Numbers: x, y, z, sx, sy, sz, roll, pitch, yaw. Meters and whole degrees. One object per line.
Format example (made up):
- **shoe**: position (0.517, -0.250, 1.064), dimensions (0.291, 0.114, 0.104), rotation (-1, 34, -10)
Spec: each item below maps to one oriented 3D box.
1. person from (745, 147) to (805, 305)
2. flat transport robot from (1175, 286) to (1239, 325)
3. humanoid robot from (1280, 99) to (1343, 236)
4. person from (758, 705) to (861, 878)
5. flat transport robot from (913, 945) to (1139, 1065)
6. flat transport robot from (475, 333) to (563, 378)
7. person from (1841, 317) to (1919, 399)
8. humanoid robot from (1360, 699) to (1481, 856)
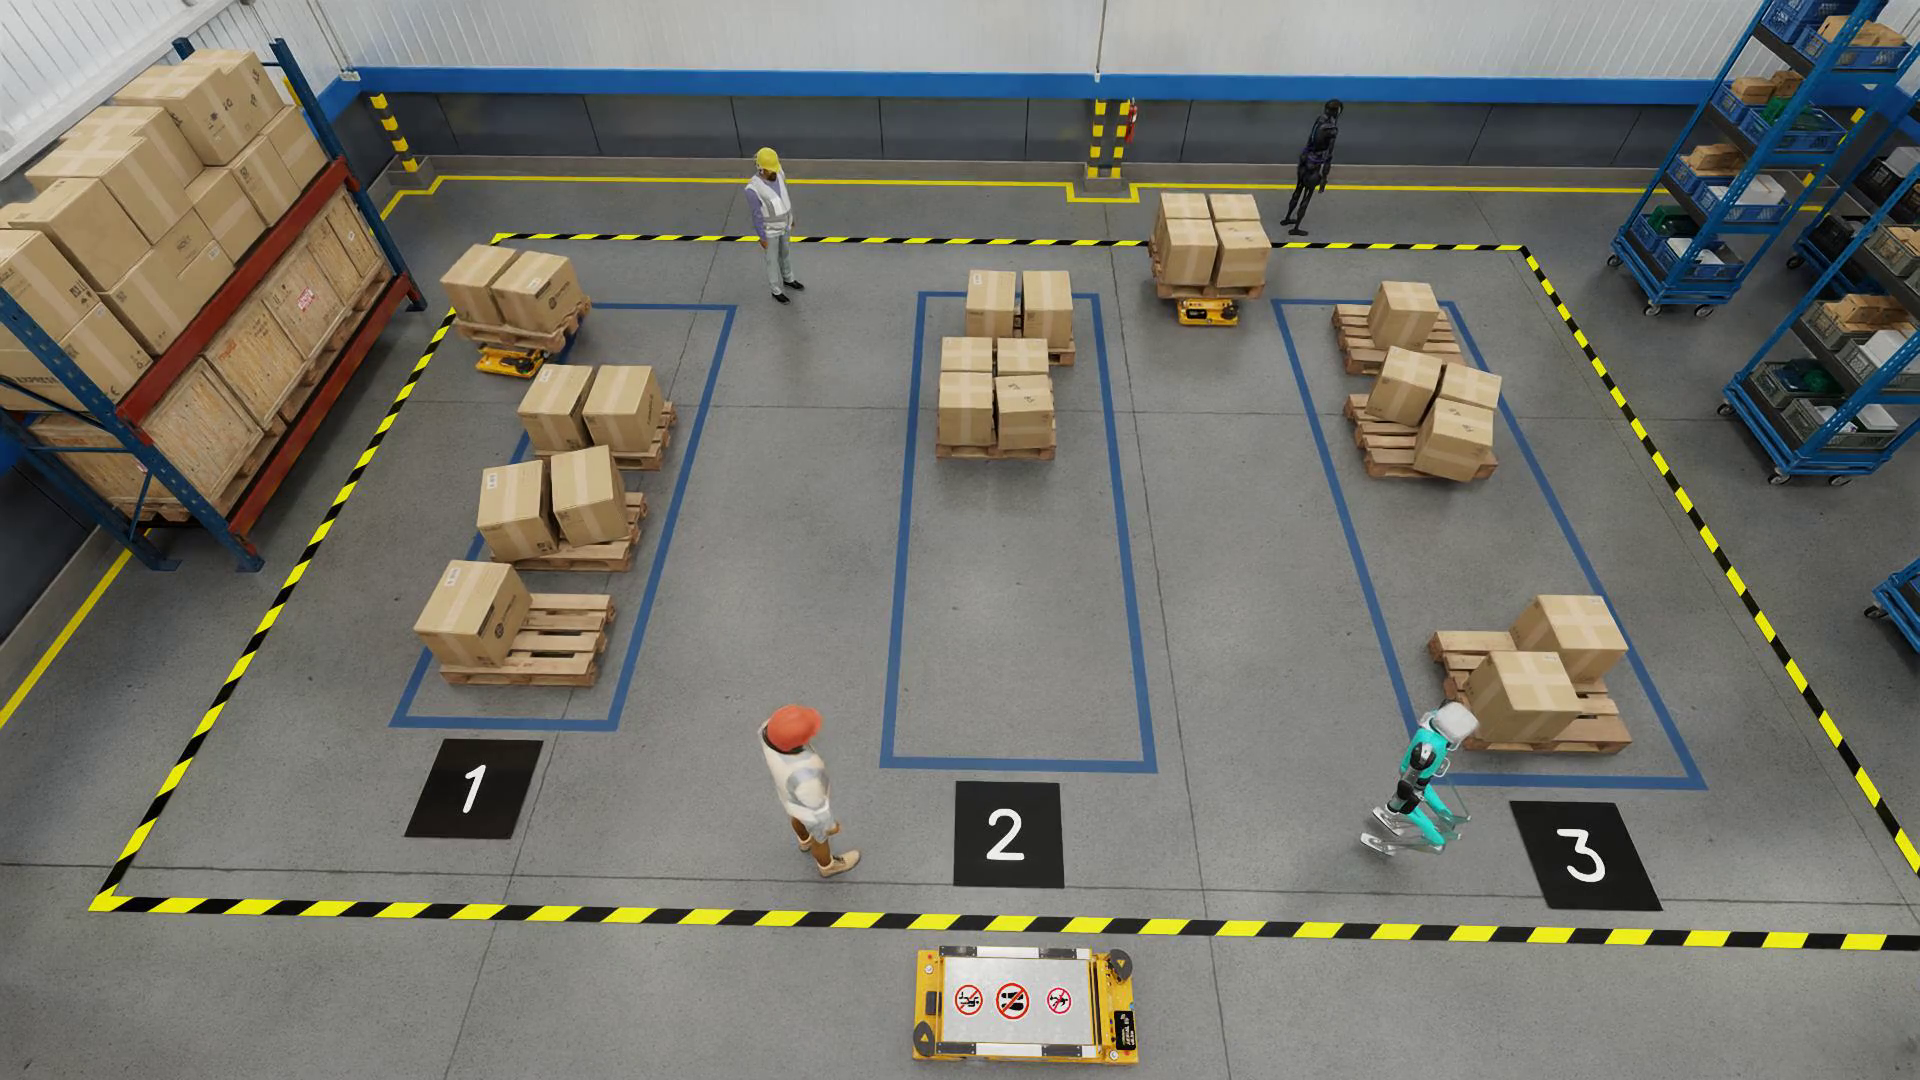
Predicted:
- **person**: position (-2.082, -3.560, 10.385), dimensions (0.403, 1.823, 0.588), rotation (24, 55, 18)
- **flat transport robot**: position (2.894, -3.100, 10.995), dimensions (0.652, 0.197, 1.431), rotation (1, 51, 1)
- **humanoid robot**: position (4.365, -4.614, 11.330), dimensions (0.315, 1.655, 0.599), rotation (-7, 51, -6)
- **person**: position (-0.989, 1.647, 5.999), dimensions (0.376, 2.045, 0.605), rotation (-31, 57, -23)
- **flat transport robot**: position (0.422, 3.041, 6.007), dimensions (1.431, 0.231, 0.659), rotation (1, 51, 1)
- **flat transport robot**: position (-4.869, -2.413, 10.435), dimensions (0.652, 0.197, 1.431), rotation (9, 51, 7)
- **person**: position (9.495, -2.082, 9.156), dimensions (0.552, 1.854, 0.480), rotation (-5, 51, -4)
- **humanoid robot**: position (3.166, 1.699, 6.069), dimensions (0.735, 1.673, 0.533), rotation (34, 58, 25)
